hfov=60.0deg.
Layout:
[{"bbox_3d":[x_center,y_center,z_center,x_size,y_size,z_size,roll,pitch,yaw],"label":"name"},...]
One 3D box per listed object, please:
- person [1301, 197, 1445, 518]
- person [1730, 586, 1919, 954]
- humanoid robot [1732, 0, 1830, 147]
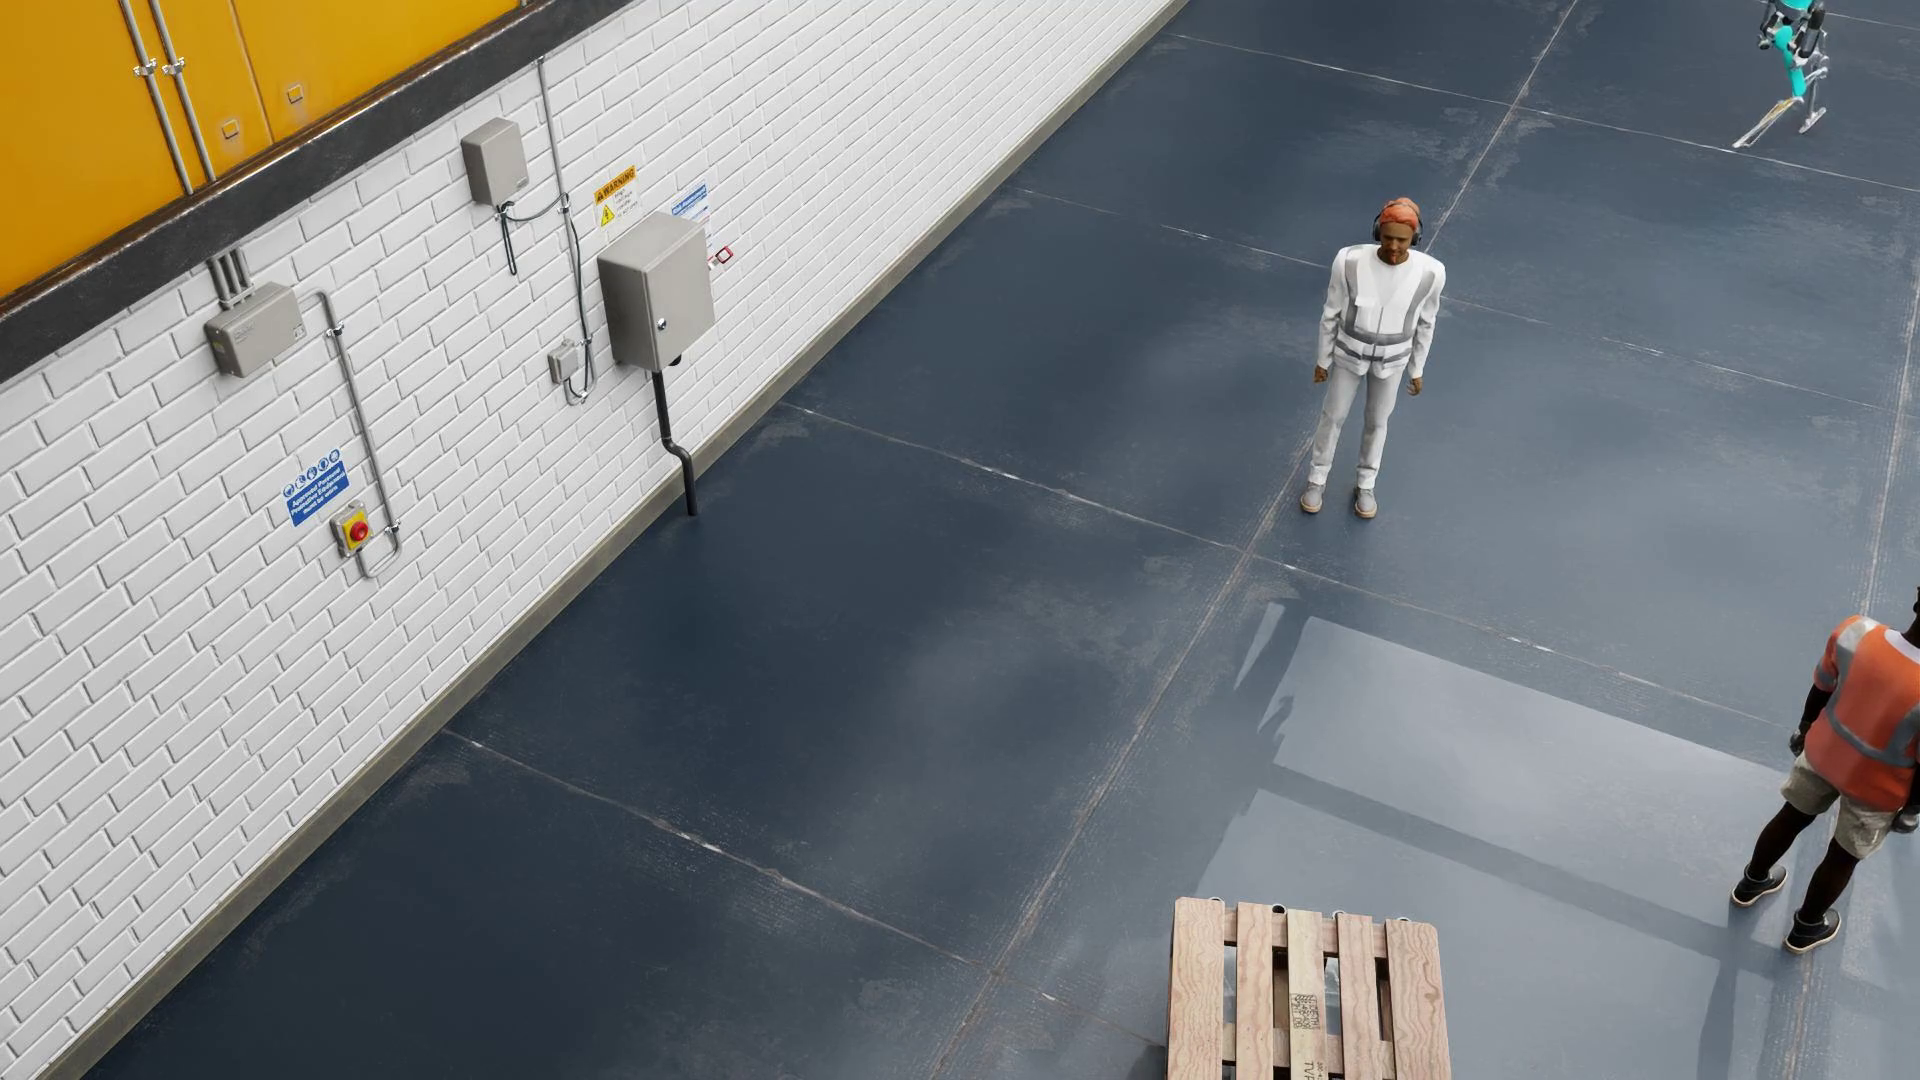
[{"bbox_3d":[2.141,-0.931,8.683,0.572,1.882,0.360,8,41,9],"label":"person"},{"bbox_3d":[3.538,0.873,6.539,0.374,1.958,0.596,-18,44,-19],"label":"person"},{"bbox_3d":[6.200,-3.651,11.982,0.986,1.780,0.530,-11,42,-12],"label":"humanoid robot"}]
